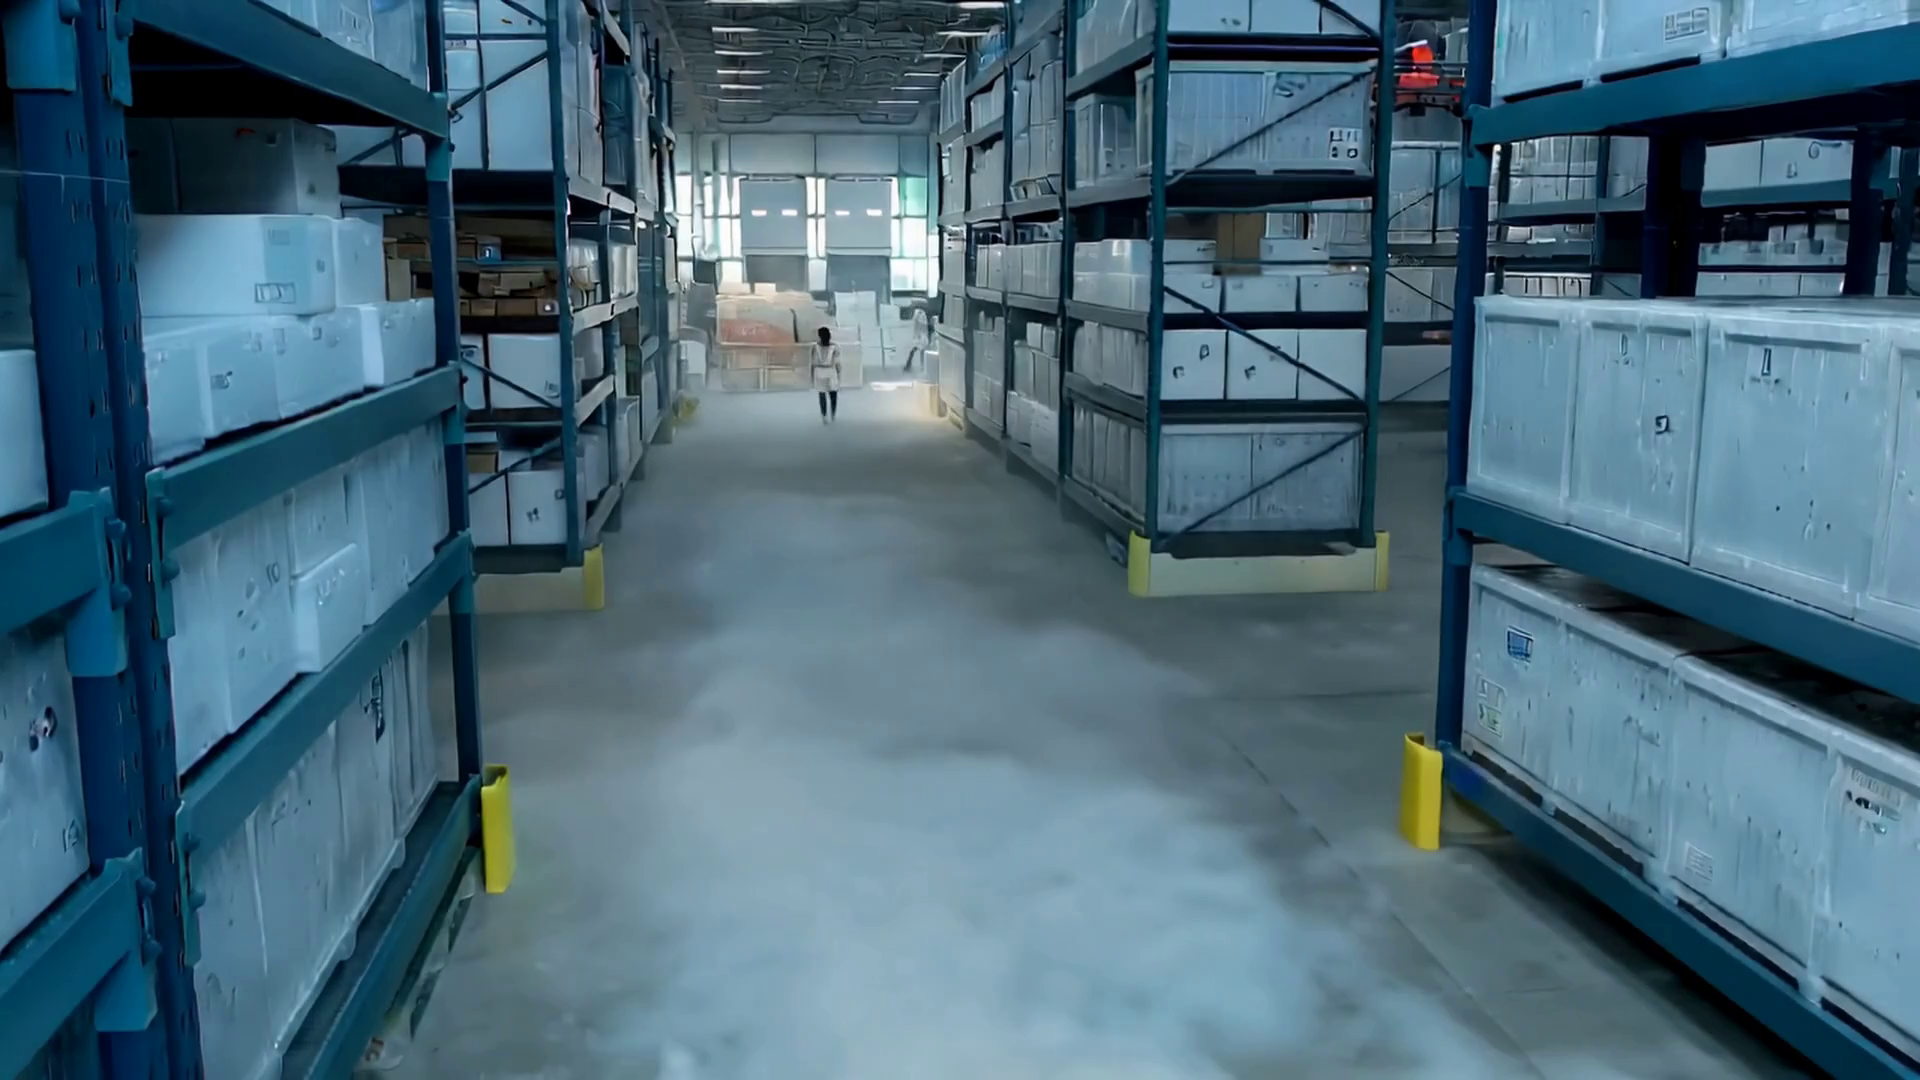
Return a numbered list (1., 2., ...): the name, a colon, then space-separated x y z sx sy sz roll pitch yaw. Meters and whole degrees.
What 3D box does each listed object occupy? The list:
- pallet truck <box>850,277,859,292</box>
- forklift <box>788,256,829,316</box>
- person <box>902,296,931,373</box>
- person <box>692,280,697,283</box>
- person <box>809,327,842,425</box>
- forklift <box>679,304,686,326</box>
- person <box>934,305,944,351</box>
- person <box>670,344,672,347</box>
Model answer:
1. pallet truck: -3.782 -9.391 65.808 1.885 1.965 0.823 2 10 10
2. forklift: -5.680 -8.637 58.848 1.873 2.768 1.129 4 11 24
3. person: -0.971 -5.015 40.676 1.029 1.890 0.561 -4 10 -20
4. person: -10.005 -8.853 62.880 0.594 1.924 0.381 -1 10 -6
5. person: -2.277 -2.762 28.110 0.553 1.672 0.563 1 10 5
6. forklift: -10.933 -8.849 60.085 1.873 2.768 1.129 0 10 0
7. person: -0.518 -5.046 41.483 0.830 1.665 0.529 -4 11 -24
8. person: -5.860 -3.507 32.686 0.808 1.606 0.523 8 13 41
